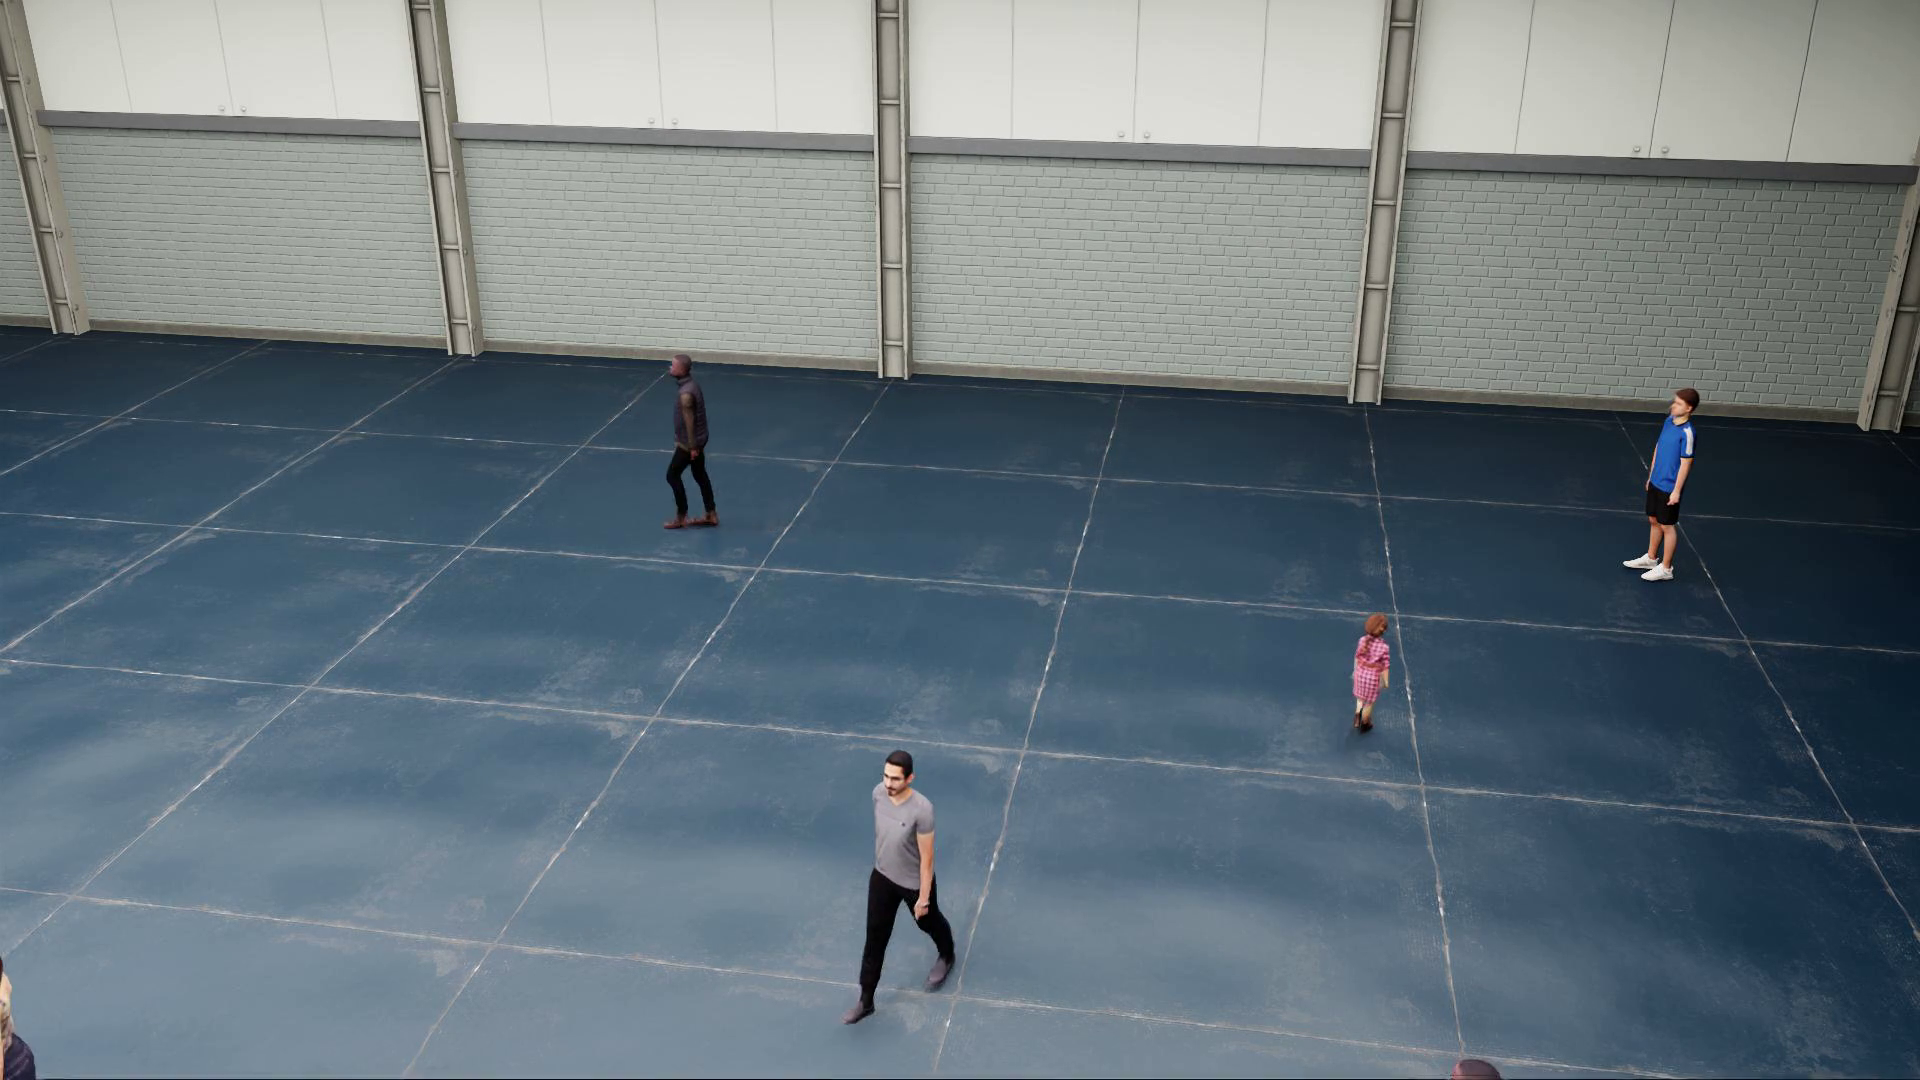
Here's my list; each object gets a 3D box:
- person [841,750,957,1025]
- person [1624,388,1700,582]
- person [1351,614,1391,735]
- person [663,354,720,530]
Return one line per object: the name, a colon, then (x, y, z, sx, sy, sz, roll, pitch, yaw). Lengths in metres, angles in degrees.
person: (-0.273, 1.979, 9.876, 1.186, 1.706, 0.987, 14, 27, 29)
person: (6.648, -0.536, 15.585, 0.688, 1.865, 0.716, -4, 23, -8)
person: (3.162, 1.054, 12.934, 0.464, 1.014, 0.555, 17, 28, 34)
person: (-2.618, -0.979, 16.687, 0.837, 1.817, 0.770, 0, 23, 1)
